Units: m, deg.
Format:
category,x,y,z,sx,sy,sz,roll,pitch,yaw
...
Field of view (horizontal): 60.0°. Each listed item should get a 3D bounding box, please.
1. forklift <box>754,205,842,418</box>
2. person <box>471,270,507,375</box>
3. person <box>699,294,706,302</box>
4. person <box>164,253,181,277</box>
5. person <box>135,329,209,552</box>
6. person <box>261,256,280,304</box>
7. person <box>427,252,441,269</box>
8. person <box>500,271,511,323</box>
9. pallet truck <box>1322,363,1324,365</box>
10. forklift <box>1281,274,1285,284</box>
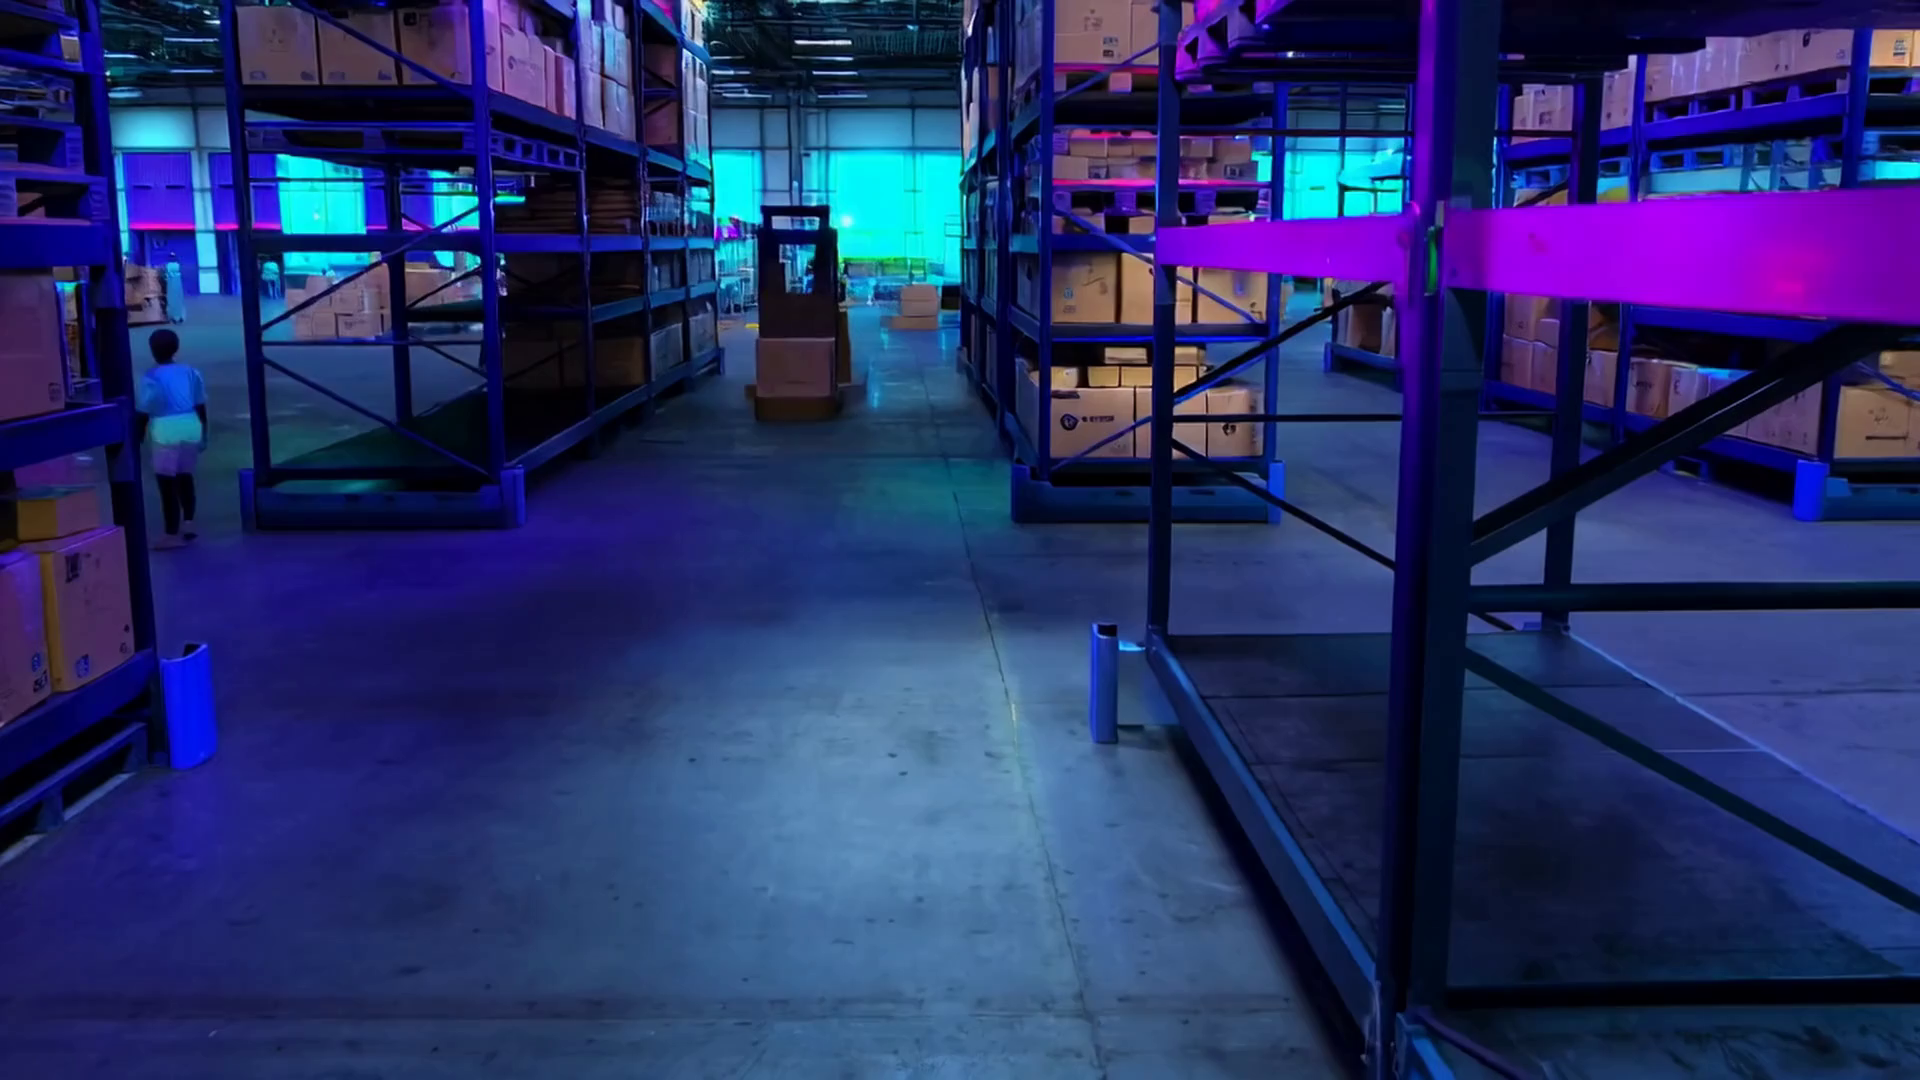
category,x,y,z,sx,sy,sz,roll,pitch,yaw
forklift,-2.192,-3.104,22.414,1.129,2.768,1.873,0,10,-2
person,-8.380,-3.912,29.698,0.554,1.875,1.012,5,11,26
person,-5.638,-4.903,35.197,0.598,1.891,0.817,6,12,31
person,-30.880,-10.279,65.128,0.596,1.901,0.583,4,11,23
person,-5.995,-0.756,12.649,0.342,1.681,0.605,5,11,25
person,-25.990,-9.814,62.718,0.633,1.817,0.658,-10,14,-44
person,-19.421,-9.690,61.634,0.764,1.972,0.616,6,12,29
person,-10.486,-5.400,38.568,0.797,1.659,0.554,4,11,20
pallet truck,7.712,-4.157,30.737,1.885,1.965,0.823,3,11,16
forklift,12.240,-10.302,62.509,1.129,2.768,1.873,0,10,-2
